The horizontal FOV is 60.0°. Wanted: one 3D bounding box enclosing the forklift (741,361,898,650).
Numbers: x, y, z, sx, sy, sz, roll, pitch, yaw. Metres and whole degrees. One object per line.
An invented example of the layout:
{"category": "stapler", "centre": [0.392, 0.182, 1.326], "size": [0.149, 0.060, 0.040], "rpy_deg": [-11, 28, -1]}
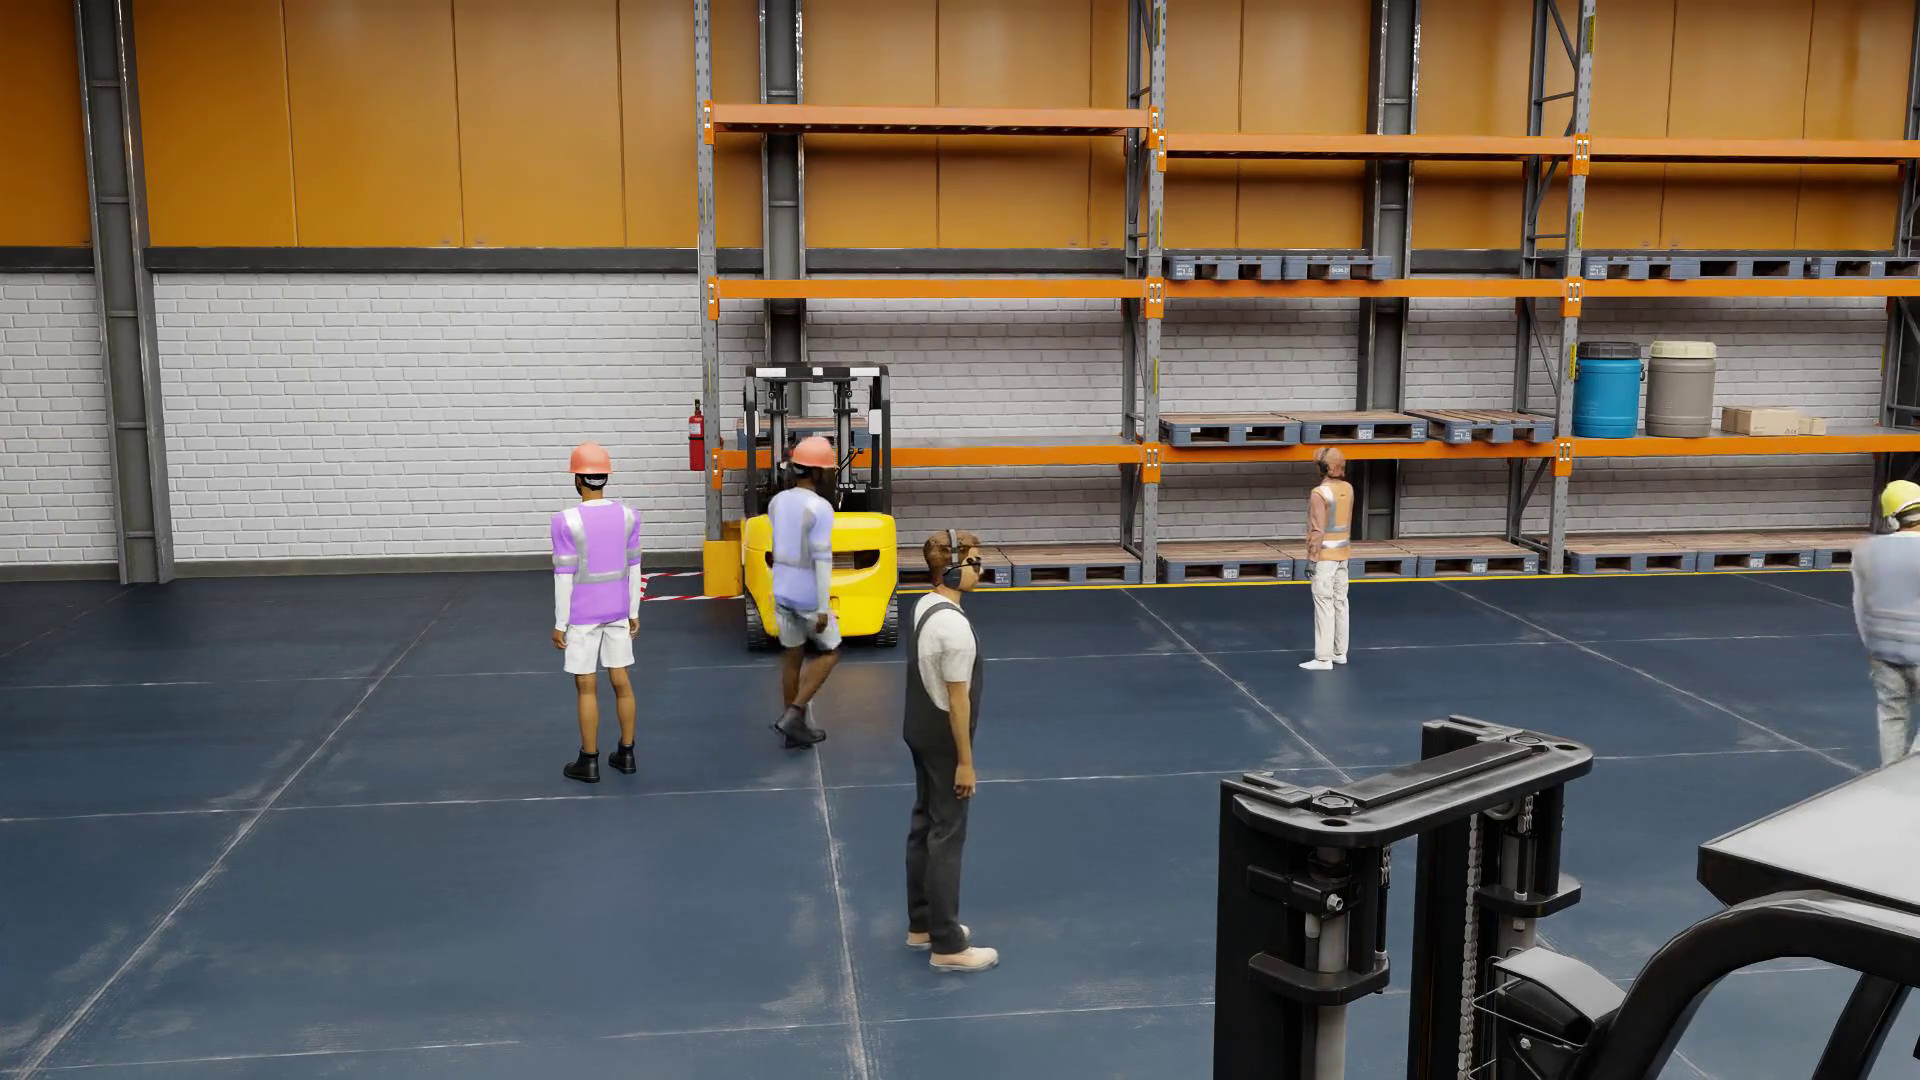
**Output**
{"category": "forklift", "centre": [-1.154, -0.340, 13.365], "size": [1.214, 2.155, 2.313], "rpy_deg": [-1, 9, -7]}

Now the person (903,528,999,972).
{"category": "person", "centre": [-0.060, 0.864, 6.939], "size": [0.346, 1.845, 0.505], "rpy_deg": [-3, 10, -20]}

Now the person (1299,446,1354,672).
{"category": "person", "centre": [2.681, 0.137, 12.114], "size": [0.308, 1.639, 0.524], "rpy_deg": [8, 12, 41]}

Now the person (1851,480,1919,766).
{"category": "person", "centre": [5.047, 0.586, 8.817], "size": [0.408, 1.796, 0.628], "rpy_deg": [-7, 11, -36]}

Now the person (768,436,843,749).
{"category": "person", "centre": [-0.938, 0.329, 10.039], "size": [0.557, 1.918, 0.471], "rpy_deg": [8, 12, 41]}

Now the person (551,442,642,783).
{"category": "person", "centre": [-2.080, 0.410, 9.484], "size": [0.552, 1.937, 0.356], "rpy_deg": [-8, 12, -41]}

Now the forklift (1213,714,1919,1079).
{"category": "forklift", "centre": [1.441, 1.425, 2.350], "size": [1.214, 2.155, 2.313], "rpy_deg": [-7, 12, -39]}
